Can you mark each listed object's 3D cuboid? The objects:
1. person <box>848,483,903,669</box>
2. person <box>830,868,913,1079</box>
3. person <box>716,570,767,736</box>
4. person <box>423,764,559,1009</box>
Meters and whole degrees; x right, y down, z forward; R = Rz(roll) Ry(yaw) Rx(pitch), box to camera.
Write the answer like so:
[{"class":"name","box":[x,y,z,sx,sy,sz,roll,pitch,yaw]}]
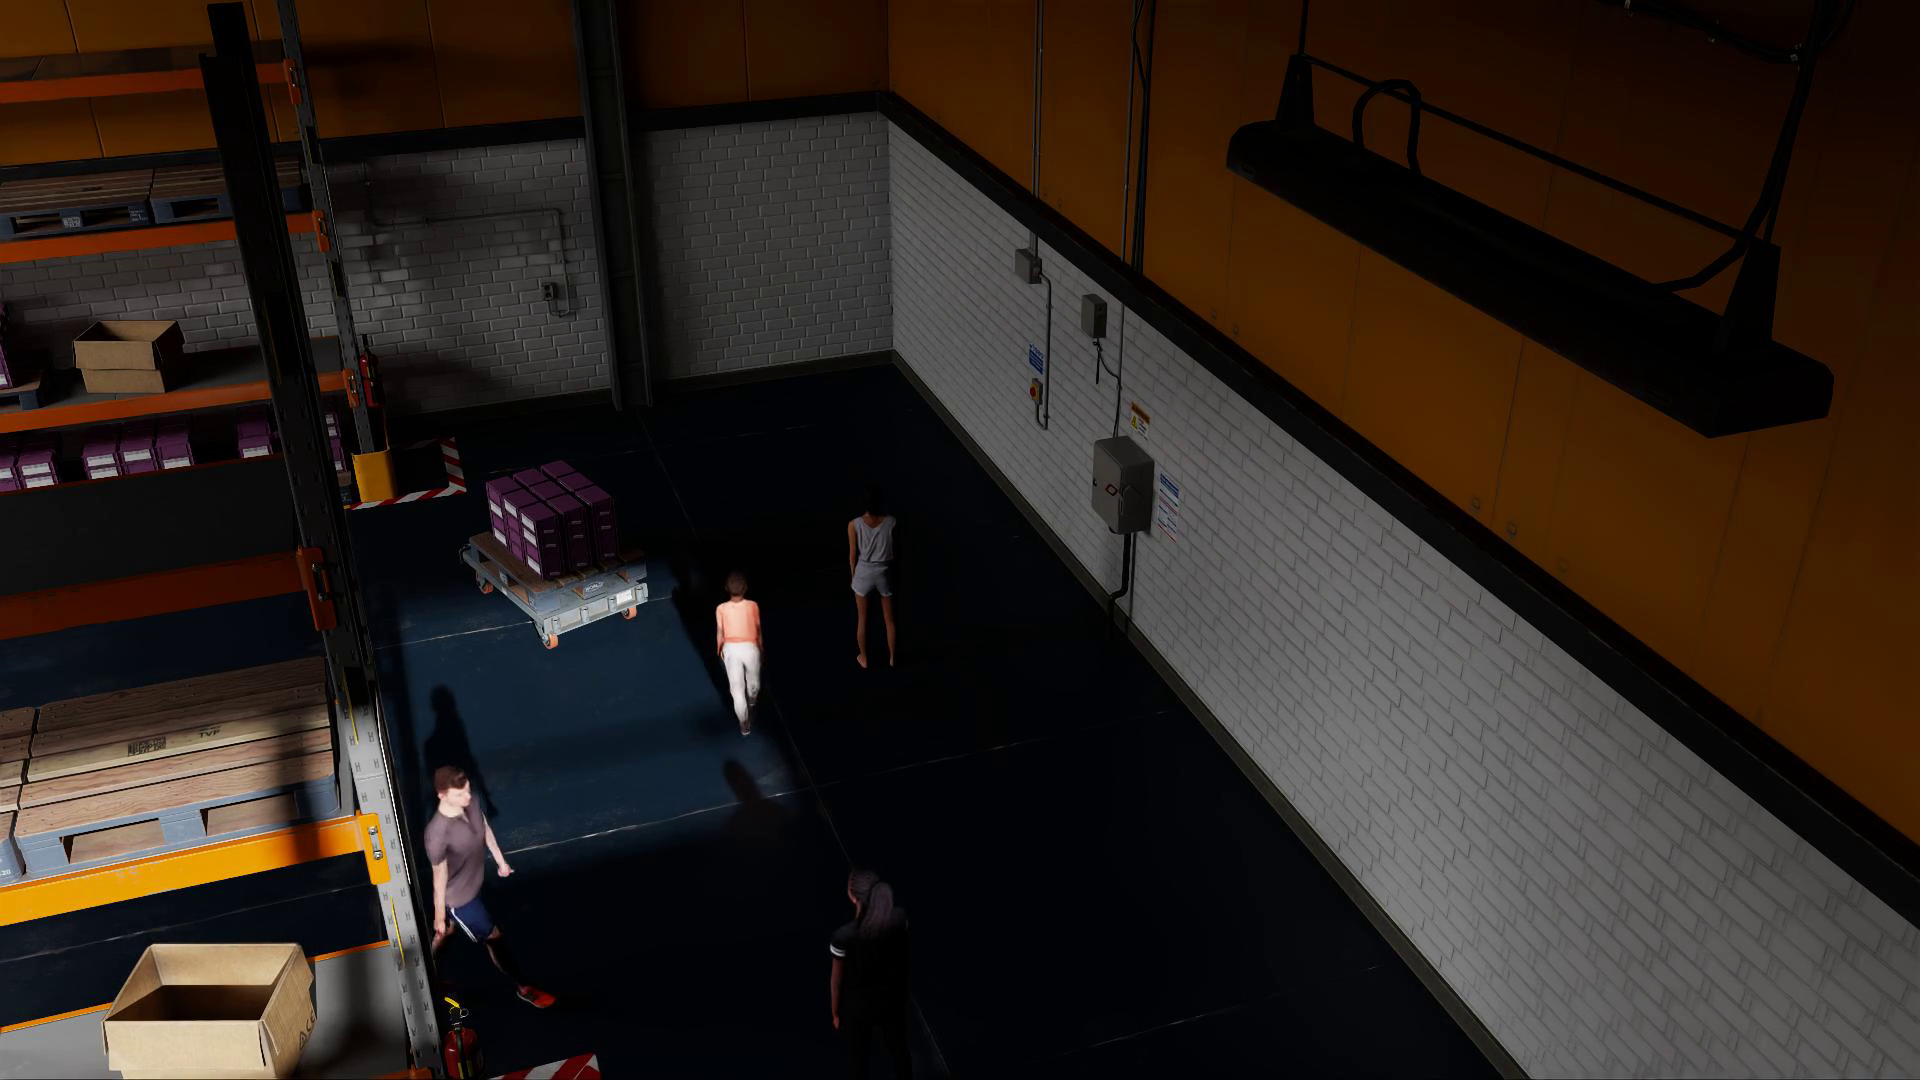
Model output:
[{"class":"person","box":[-0.655,0.281,12.944,0.562,1.605,0.675,-3,29,-5]},{"class":"person","box":[-0.457,2.448,8.844,0.518,1.727,0.694,-15,32,-25]},{"class":"person","box":[-1.609,0.851,12.229,0.790,1.289,0.676,-4,29,-7]},{"class":"person","box":[-2.932,2.008,9.568,1.285,1.806,1.070,2,29,3]}]
